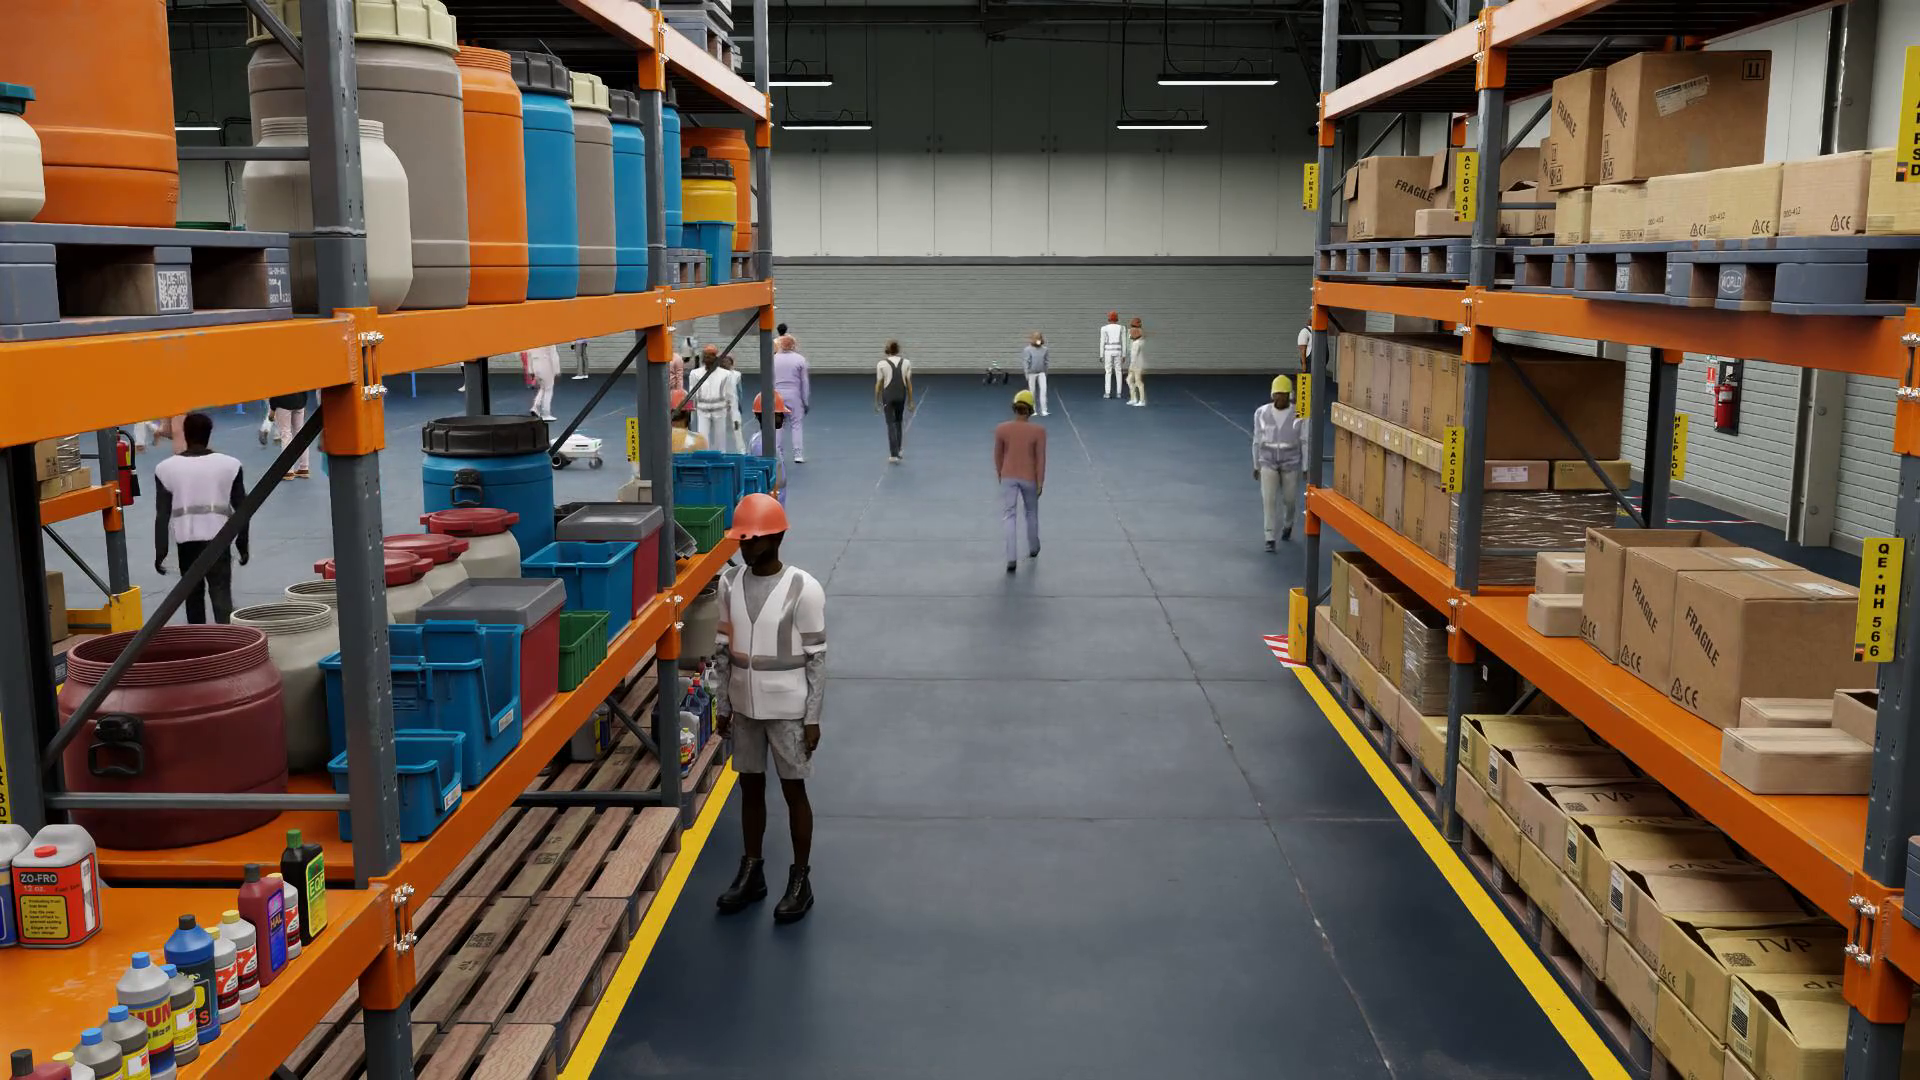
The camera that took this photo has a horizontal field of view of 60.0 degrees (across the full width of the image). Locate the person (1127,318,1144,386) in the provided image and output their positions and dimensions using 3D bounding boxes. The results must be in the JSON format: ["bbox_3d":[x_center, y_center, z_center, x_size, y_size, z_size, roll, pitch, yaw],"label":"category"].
[{"bbox_3d":[4.219,-4.517,39.916,0.265,1.632,0.509,-8,12,-40],"label":"person"}]

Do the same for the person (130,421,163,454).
[{"bbox_3d":[-12.728,-2.316,25.856,0.607,1.927,0.577,8,12,38],"label":"person"}]

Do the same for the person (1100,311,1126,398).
[{"bbox_3d":[3.349,-4.060,36.432,0.584,1.882,0.337,-1,10,-7],"label":"person"}]

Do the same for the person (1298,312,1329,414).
[{"bbox_3d":[6.923,-3.437,32.360,0.685,2.000,0.538,-7,12,-37],"label":"person"}]

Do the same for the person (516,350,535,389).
[{"bbox_3d":[-10.050,-4.354,38.648,0.545,1.717,0.884,-2,10,-11],"label":"person"}]

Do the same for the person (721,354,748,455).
[{"bbox_3d":[-3.455,-1.979,24.848,0.503,1.587,0.900,-5,10,-25],"label":"person"}]

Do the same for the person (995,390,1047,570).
[{"bbox_3d":[0.597,-0.602,16.243,0.529,1.711,0.935,2,10,10],"label":"person"}]

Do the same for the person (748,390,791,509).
[{"bbox_3d":[-1.530,-0.240,13.389,0.361,1.939,0.542,-1,10,-9],"label":"person"}]

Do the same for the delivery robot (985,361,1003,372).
[{"bbox_3d":[0.844,-4.249,40.609,0.335,0.223,0.698,3,10,20],"label":"delivery robot"}]

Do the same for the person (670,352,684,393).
[{"bbox_3d":[-4.460,-2.141,24.872,0.643,1.908,0.411,1,10,6],"label":"person"}]

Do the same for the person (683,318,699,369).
[{"bbox_3d":[-6.936,-4.962,42.489,0.785,1.672,0.537,2,10,10],"label":"person"}]

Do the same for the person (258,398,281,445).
[{"bbox_3d":[-11.168,-2.469,26.865,0.631,1.912,0.857,0,9,3],"label":"person"}]

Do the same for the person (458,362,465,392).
[{"bbox_3d":[-11.425,-4.261,38.184,0.317,1.699,0.540,-1,10,-7],"label":"person"}]

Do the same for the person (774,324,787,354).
[{"bbox_3d":[-3.760,-3.785,35.470,0.525,1.657,0.893,-2,10,-9],"label":"person"}]

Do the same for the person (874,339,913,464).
[{"bbox_3d":[-1.013,-2.071,24.684,0.550,1.824,0.664,-4,10,-21],"label":"person"}]

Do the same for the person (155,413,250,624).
[{"bbox_3d":[-5.489,0.025,12.045,0.650,1.871,0.977,-4,10,-24],"label":"person"}]

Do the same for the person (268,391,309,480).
[{"bbox_3d":[-9.185,-1.827,22.719,0.378,1.996,0.611,5,11,27],"label":"person"}]

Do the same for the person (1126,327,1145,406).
[{"bbox_3d":[3.587,-3.557,34.228,0.546,1.613,0.512,0,9,0],"label":"person"}]

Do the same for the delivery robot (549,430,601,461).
[{"bbox_3d":[-5.547,-1.347,24.000,0.707,0.478,0.477,0,10,-1],"label":"delivery robot"}]

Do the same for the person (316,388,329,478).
[{"bbox_3d":[-7.292,-1.221,19.592,0.455,1.827,0.590,7,12,36],"label":"person"}]

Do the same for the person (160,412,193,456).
[{"bbox_3d":[-11.111,-1.931,23.639,0.662,1.890,0.639,5,11,26],"label":"person"}]

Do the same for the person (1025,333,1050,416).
[{"bbox_3d":[1.504,-3.167,31.908,0.517,1.595,0.784,-3,10,-18],"label":"person"}]

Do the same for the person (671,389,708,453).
[{"bbox_3d":[-2.333,-0.281,13.713,0.545,1.916,0.735,5,11,29],"label":"person"}]

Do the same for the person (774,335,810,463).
[{"bbox_3d":[-2.571,-2.072,24.590,0.714,1.883,0.535,1,10,5],"label":"person"}]

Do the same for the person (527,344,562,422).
[{"bbox_3d":[-7.725,-3.153,30.986,0.648,1.888,0.427,7,12,35],"label":"person"}]

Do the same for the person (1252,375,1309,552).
[{"bbox_3d":[3.340,-0.822,17.281,0.599,1.808,0.812,3,10,15],"label":"person"}]

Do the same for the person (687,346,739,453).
[{"bbox_3d":[-3.260,-1.610,21.864,0.704,1.846,0.855,-1,10,-4],"label":"person"}]

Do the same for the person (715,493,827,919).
[{"bbox_3d":[-0.870,0.746,7.483,0.548,1.936,0.378,5,10,25],"label":"person"}]

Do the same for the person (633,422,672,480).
[{"bbox_3d":[-2.527,-0.292,14.296,0.536,1.737,0.437,-4,10,-24],"label":"person"}]

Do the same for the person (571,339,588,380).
[{"bbox_3d":[-9.661,-5.033,42.162,0.379,1.918,0.585,4,10,24],"label":"person"}]
